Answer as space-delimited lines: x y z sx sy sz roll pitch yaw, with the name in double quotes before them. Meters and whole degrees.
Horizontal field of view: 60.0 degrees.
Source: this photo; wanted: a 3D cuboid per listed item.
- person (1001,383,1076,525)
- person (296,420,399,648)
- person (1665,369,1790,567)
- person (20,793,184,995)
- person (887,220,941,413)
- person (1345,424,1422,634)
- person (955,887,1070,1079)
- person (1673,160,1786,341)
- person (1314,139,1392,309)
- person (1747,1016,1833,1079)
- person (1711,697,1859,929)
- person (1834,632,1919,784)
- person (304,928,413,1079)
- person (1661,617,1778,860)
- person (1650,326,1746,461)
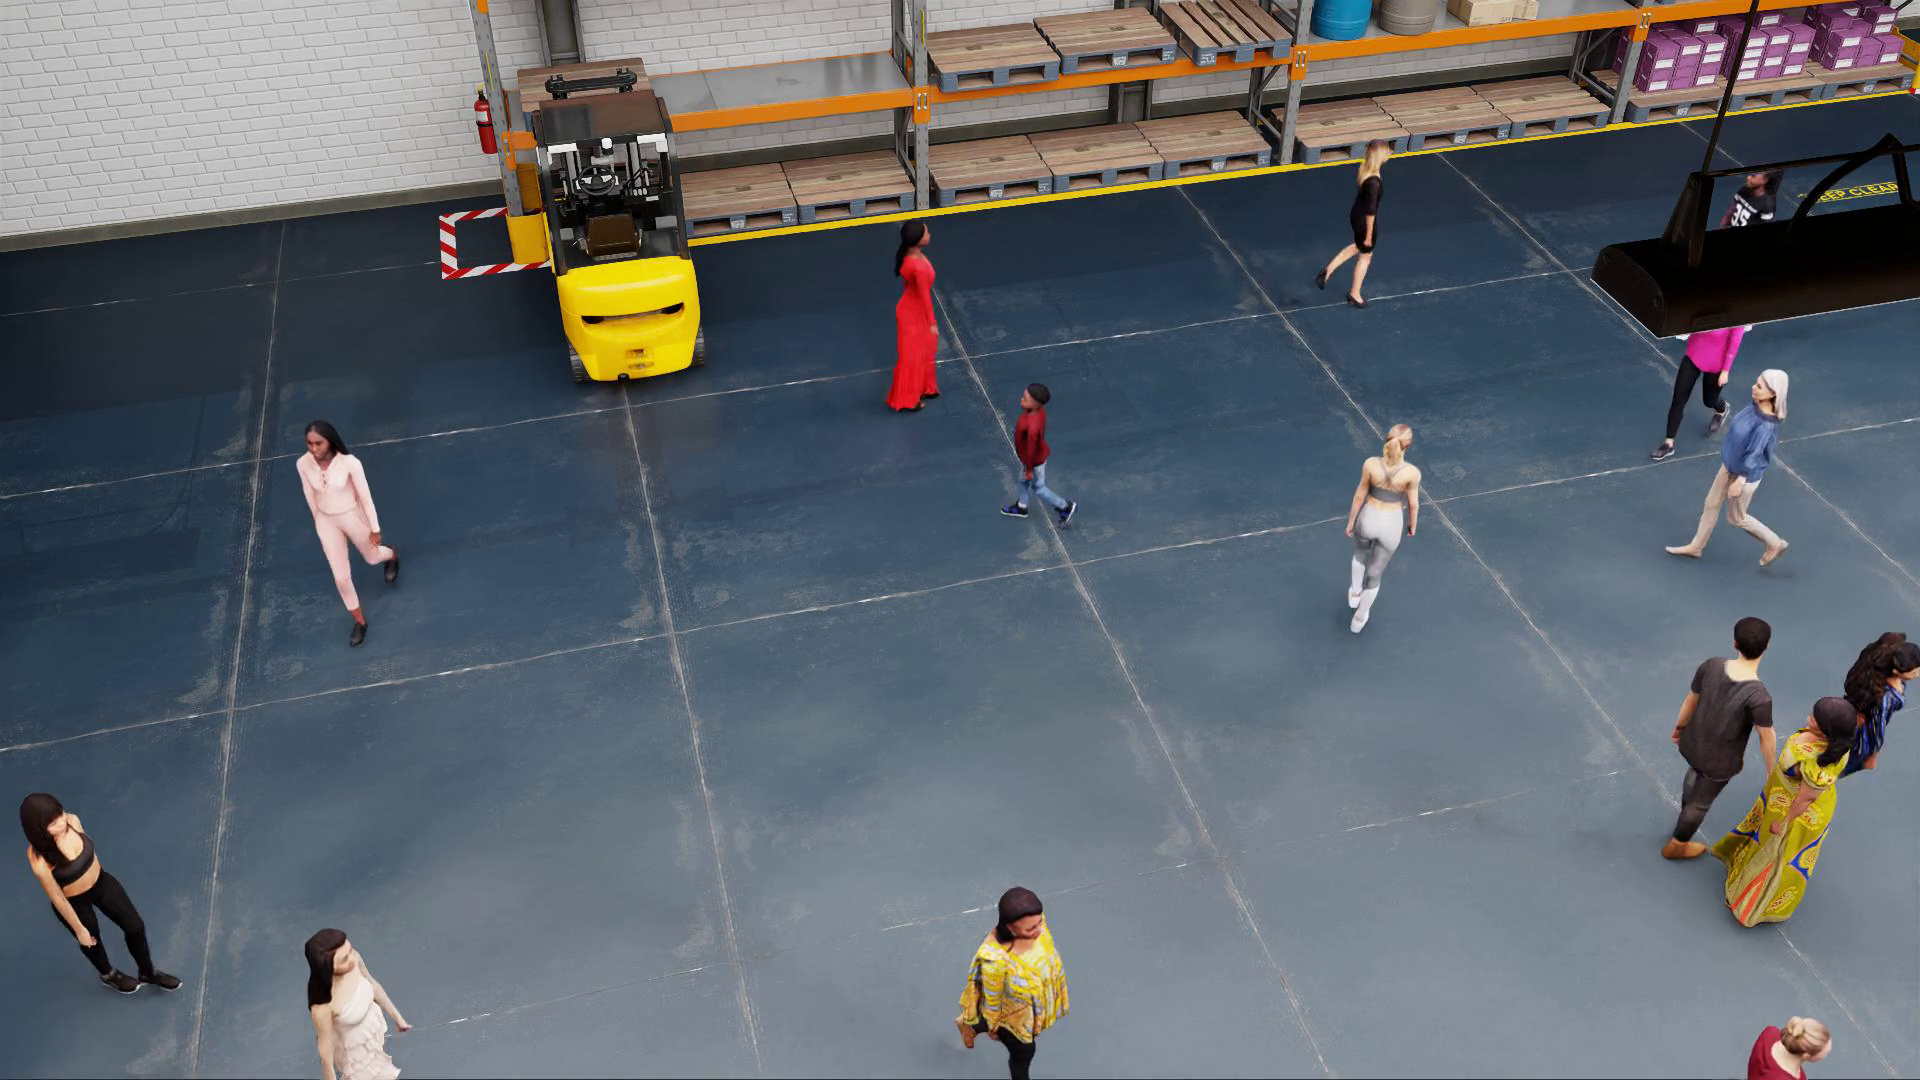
"person" 0.620 -0.637 12.565 0.877 1.239 0.699 5 39 7
"person" -4.239 -0.146 11.585 1.125 1.693 0.904 1 39 1
"person" 5.737 -0.471 12.014 1.128 1.677 0.915 8 39 10
"person" -4.825 1.932 9.037 0.839 1.626 0.751 11 40 13
"person" -0.459 -1.799 13.602 0.708 1.771 0.626 -8 39 -10
"person" 2.862 -0.035 11.447 0.807 1.693 0.862 16 41 19
"person" 0.230 2.350 8.545 1.053 1.588 1.003 23 44 26
"person" 6.902 -2.501 14.542 1.170 1.683 0.734 -5 39 -6
"person" 3.549 -2.837 14.980 0.815 1.663 0.669 -2 39 -2
"person" 3.695 2.788 7.925 1.011 1.677 0.802 1 39 2
"person" 4.802 1.515 9.541 1.054 1.660 0.996 19 43 23
"person" 5.317 1.151 10.030 0.782 1.608 0.750 12 40 14
"person" -3.060 2.515 8.260 1.132 1.685 0.866 4 39 5
"person" 4.415 1.232 9.868 0.752 1.684 0.780 -12 40 -14
"person" 5.978 -1.428 13.214 1.150 1.674 0.842 -26 45 -28
